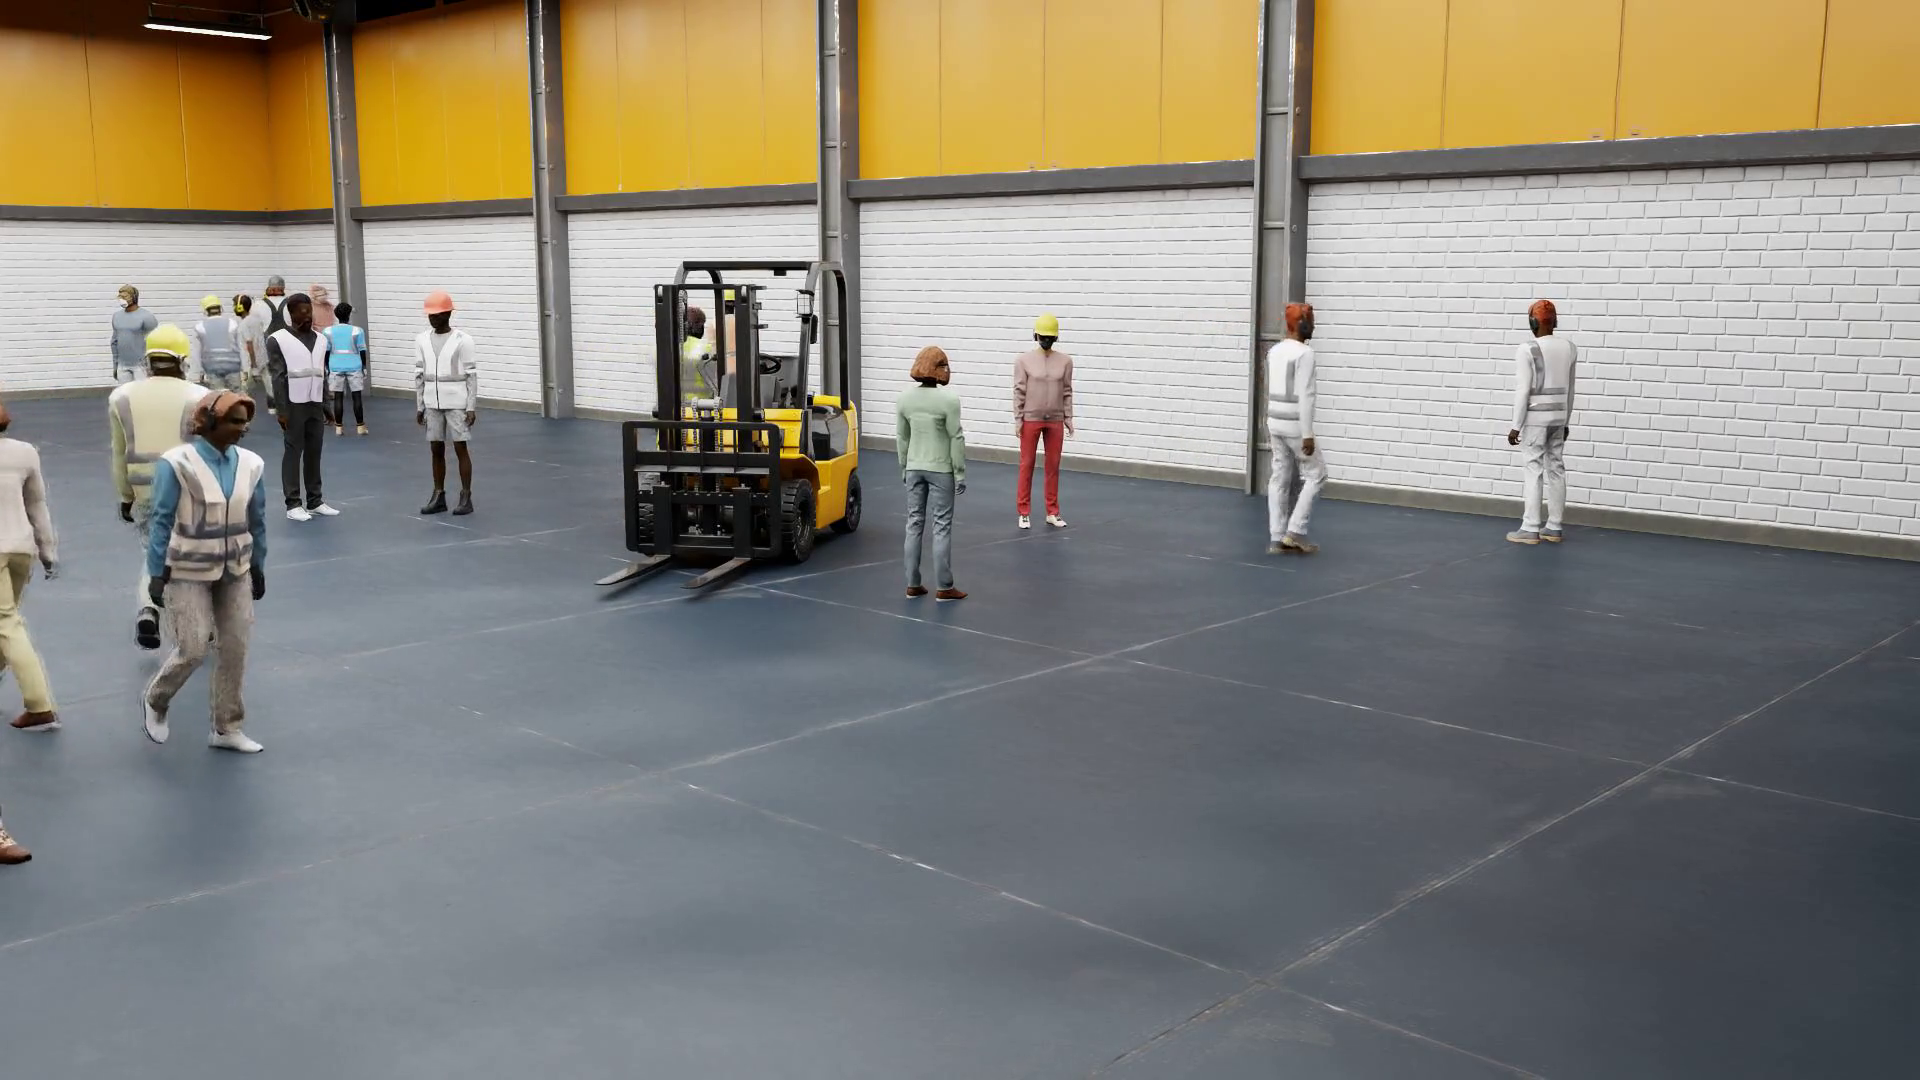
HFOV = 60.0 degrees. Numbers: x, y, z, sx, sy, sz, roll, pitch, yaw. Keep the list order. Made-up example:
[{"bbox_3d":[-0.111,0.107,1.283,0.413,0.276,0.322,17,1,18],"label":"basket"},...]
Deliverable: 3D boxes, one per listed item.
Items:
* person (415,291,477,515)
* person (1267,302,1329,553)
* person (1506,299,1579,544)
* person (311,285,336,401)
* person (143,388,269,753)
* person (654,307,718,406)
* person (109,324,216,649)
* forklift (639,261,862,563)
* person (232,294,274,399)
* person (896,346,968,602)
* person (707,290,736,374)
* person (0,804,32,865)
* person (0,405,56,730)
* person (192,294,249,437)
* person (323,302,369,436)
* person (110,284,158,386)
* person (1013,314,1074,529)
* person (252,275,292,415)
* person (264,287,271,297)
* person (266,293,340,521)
[{"bbox_3d":[-4.439,-1.171,14.318,0.552,1.932,0.377,2,9,11],"label":"person"},{"bbox_3d":[2.524,-0.819,12.345,0.494,1.870,0.604,-3,10,-20],"label":"person"},{"bbox_3d":[4.490,-0.907,12.848,0.575,1.886,0.361,-4,10,-23],"label":"person"},{"bbox_3d":[-10.105,-3.086,26.267,0.555,1.867,0.664,6,11,31],"label":"person"},{"bbox_3d":[-3.289,0.144,7.222,0.511,1.612,0.539,5,11,30],"label":"person"},{"bbox_3d":[-2.177,-1.036,13.915,0.639,1.795,0.877,7,11,36],"label":"person"},{"bbox_3d":[-4.312,-0.267,9.112,0.611,1.822,0.493,-1,9,-5],"label":"person"},{"bbox_3d":[-1.552,-1.040,12.721,1.214,2.155,2.313,2,9,11],"label":"forklift"},{"bbox_3d":[-9.032,-2.276,21.521,1.028,1.812,0.539,0,9,2],"label":"person"},{"bbox_3d":[-0.179,-0.421,10.642,0.500,1.633,0.281,6,11,32],"label":"person"},{"bbox_3d":[-2.577,-1.887,18.727,0.585,1.928,0.368,-5,11,-30],"label":"person"},{"bbox_3d":[-3.767,0.229,5.910,0.799,1.878,0.649,5,10,28],"label":"person"},{"bbox_3d":[-4.531,0.078,7.726,0.870,1.584,0.515,4,10,23],"label":"person"},{"bbox_3d":[-9.123,-2.122,20.529,0.608,1.808,0.426,-4,10,-24],"label":"person"},{"bbox_3d":[-7.795,-2.162,21.118,0.539,1.695,0.318,-1,9,-9],"label":"person"},{"bbox_3d":[-9.756,-2.045,19.667,0.631,1.940,0.372,3,10,16],"label":"person"},{"bbox_3d":[0.689,-0.967,13.611,0.523,1.760,0.327,-3,10,-17],"label":"person"},{"bbox_3d":[-9.934,-2.852,24.299,0.688,2.000,0.536,-4,10,-21],"label":"person"},{"bbox_3d":[-10.992,-3.159,26.706,0.532,1.868,0.310,-7,12,-37],"label":"person"},{"bbox_3d":[-5.592,-1.134,14.148,0.391,1.917,0.593,4,10,23],"label":"person"}]
